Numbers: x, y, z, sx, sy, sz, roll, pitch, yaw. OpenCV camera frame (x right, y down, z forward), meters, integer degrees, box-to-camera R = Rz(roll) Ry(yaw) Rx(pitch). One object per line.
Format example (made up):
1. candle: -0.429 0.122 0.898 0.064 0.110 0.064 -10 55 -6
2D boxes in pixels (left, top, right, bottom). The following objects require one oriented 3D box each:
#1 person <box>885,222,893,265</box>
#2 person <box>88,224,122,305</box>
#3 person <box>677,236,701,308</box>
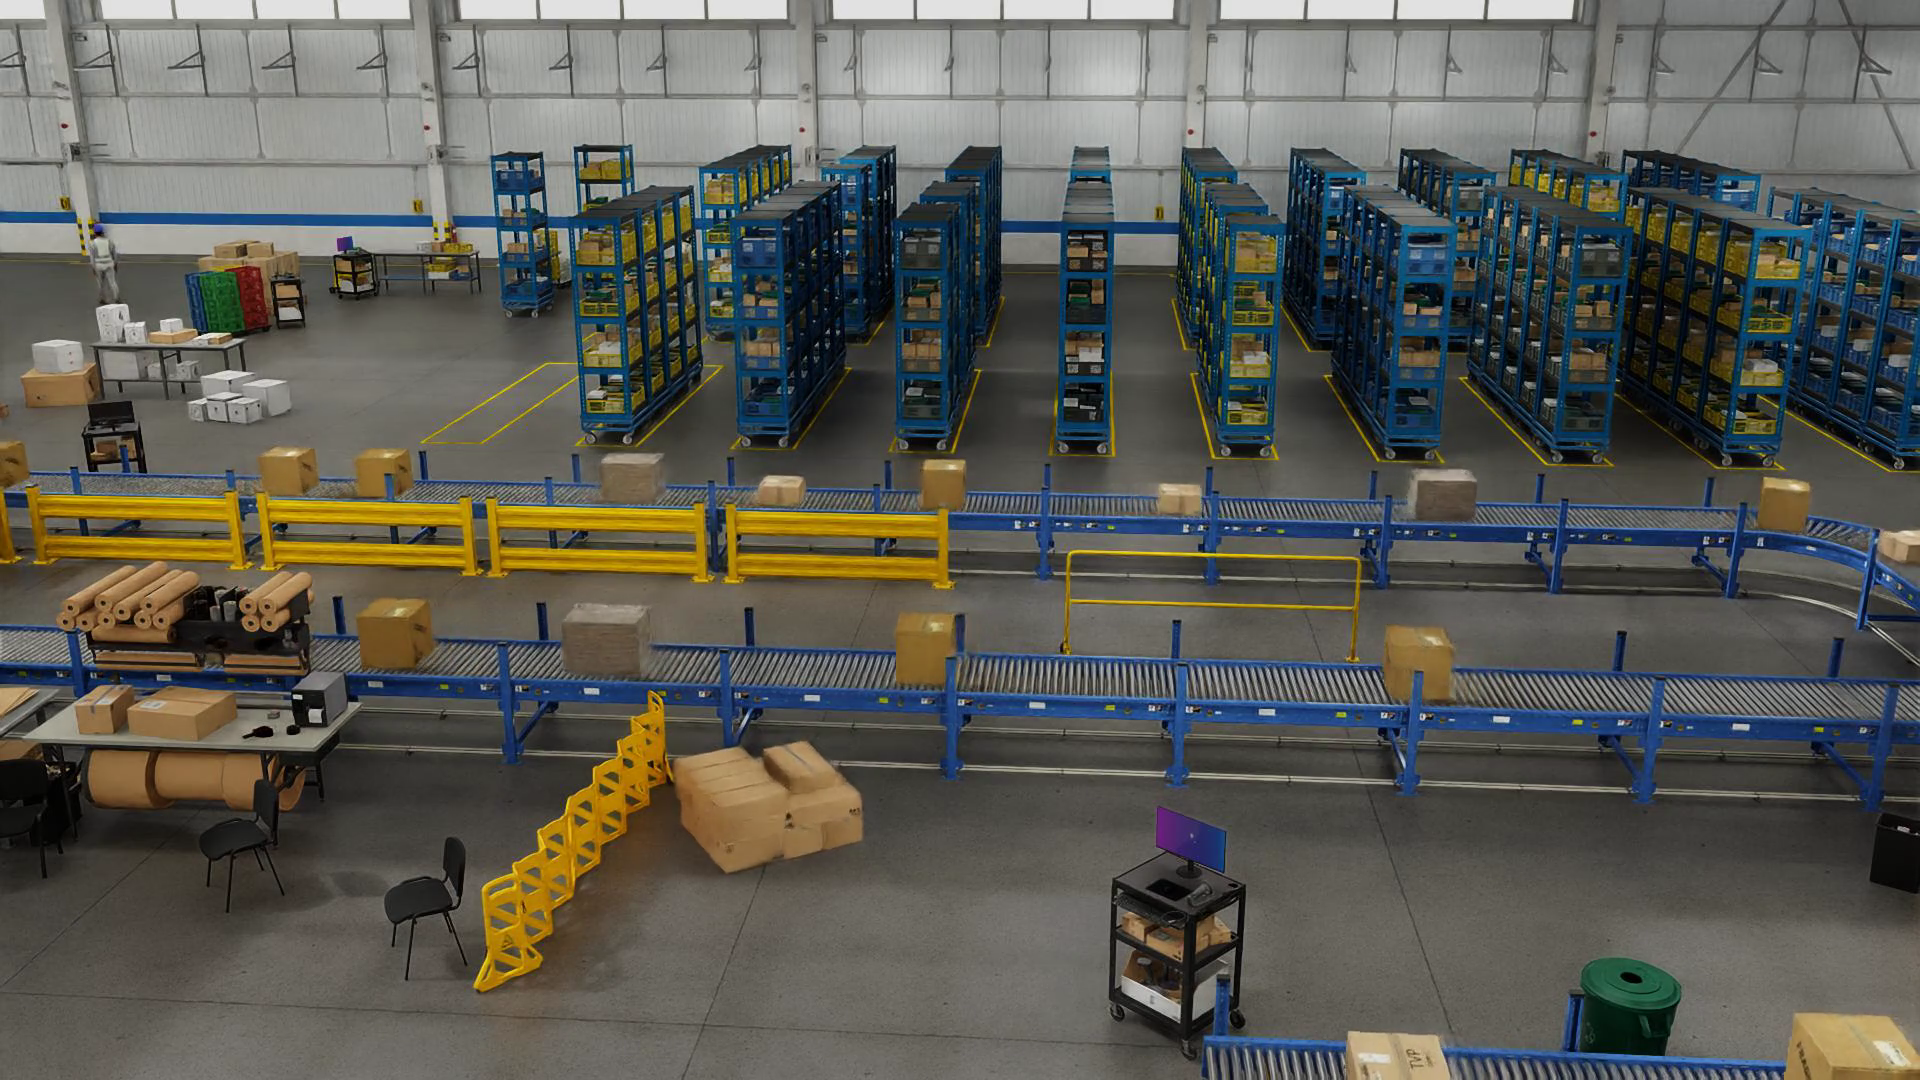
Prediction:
1. person: -1.929 -7.421 42.094 0.563 1.841 0.390 -16 23 -40
2. person: -19.907 -6.400 38.740 0.917 1.916 0.624 16 24 41
3. person: -6.277 -6.238 38.367 0.589 1.824 0.403 16 24 42
